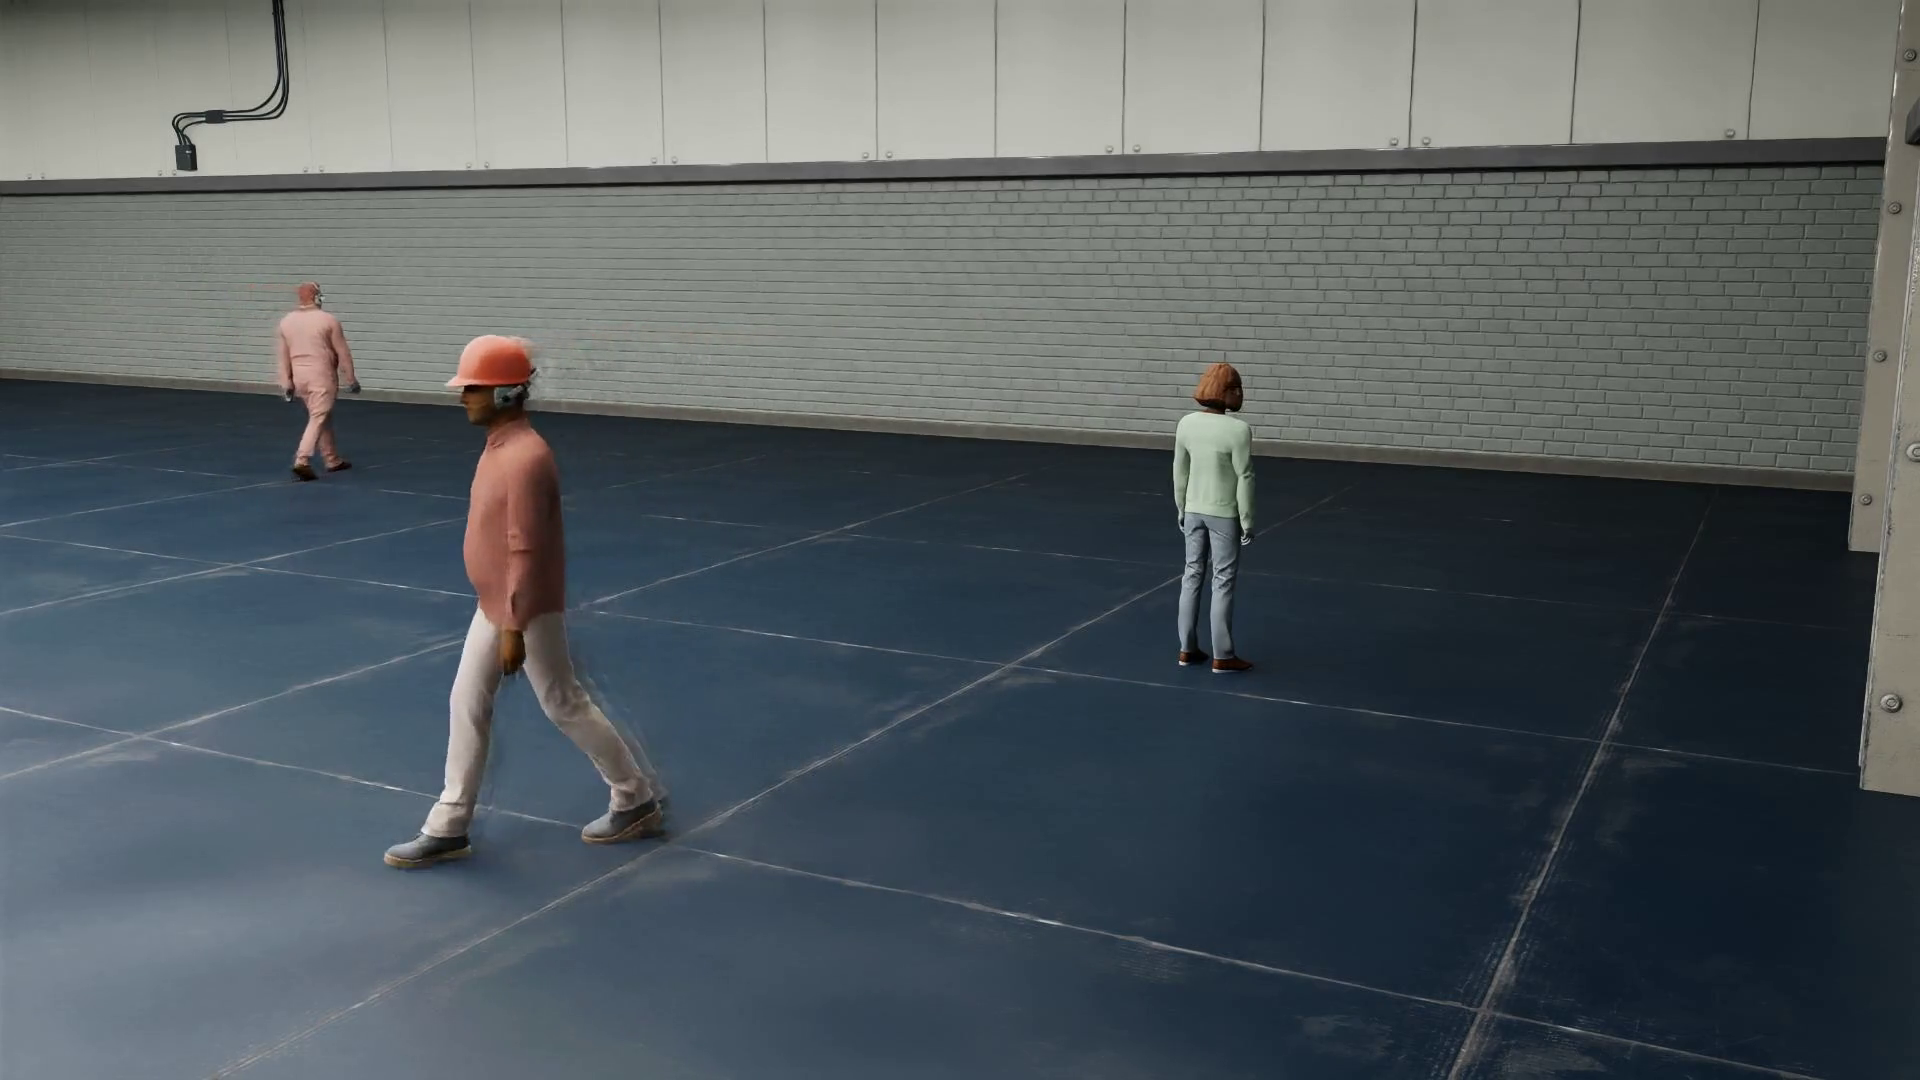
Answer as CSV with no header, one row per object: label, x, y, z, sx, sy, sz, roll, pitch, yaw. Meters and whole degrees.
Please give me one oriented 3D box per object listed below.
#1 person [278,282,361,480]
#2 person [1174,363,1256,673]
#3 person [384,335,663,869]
person,-6.155,-1.522,15.849,0.654,1.866,0.988,3,11,18
person,1.348,-0.117,8.793,0.264,1.631,0.508,-9,14,-41
person,-1.589,0.222,6.104,1.009,1.950,0.630,-6,12,-28
